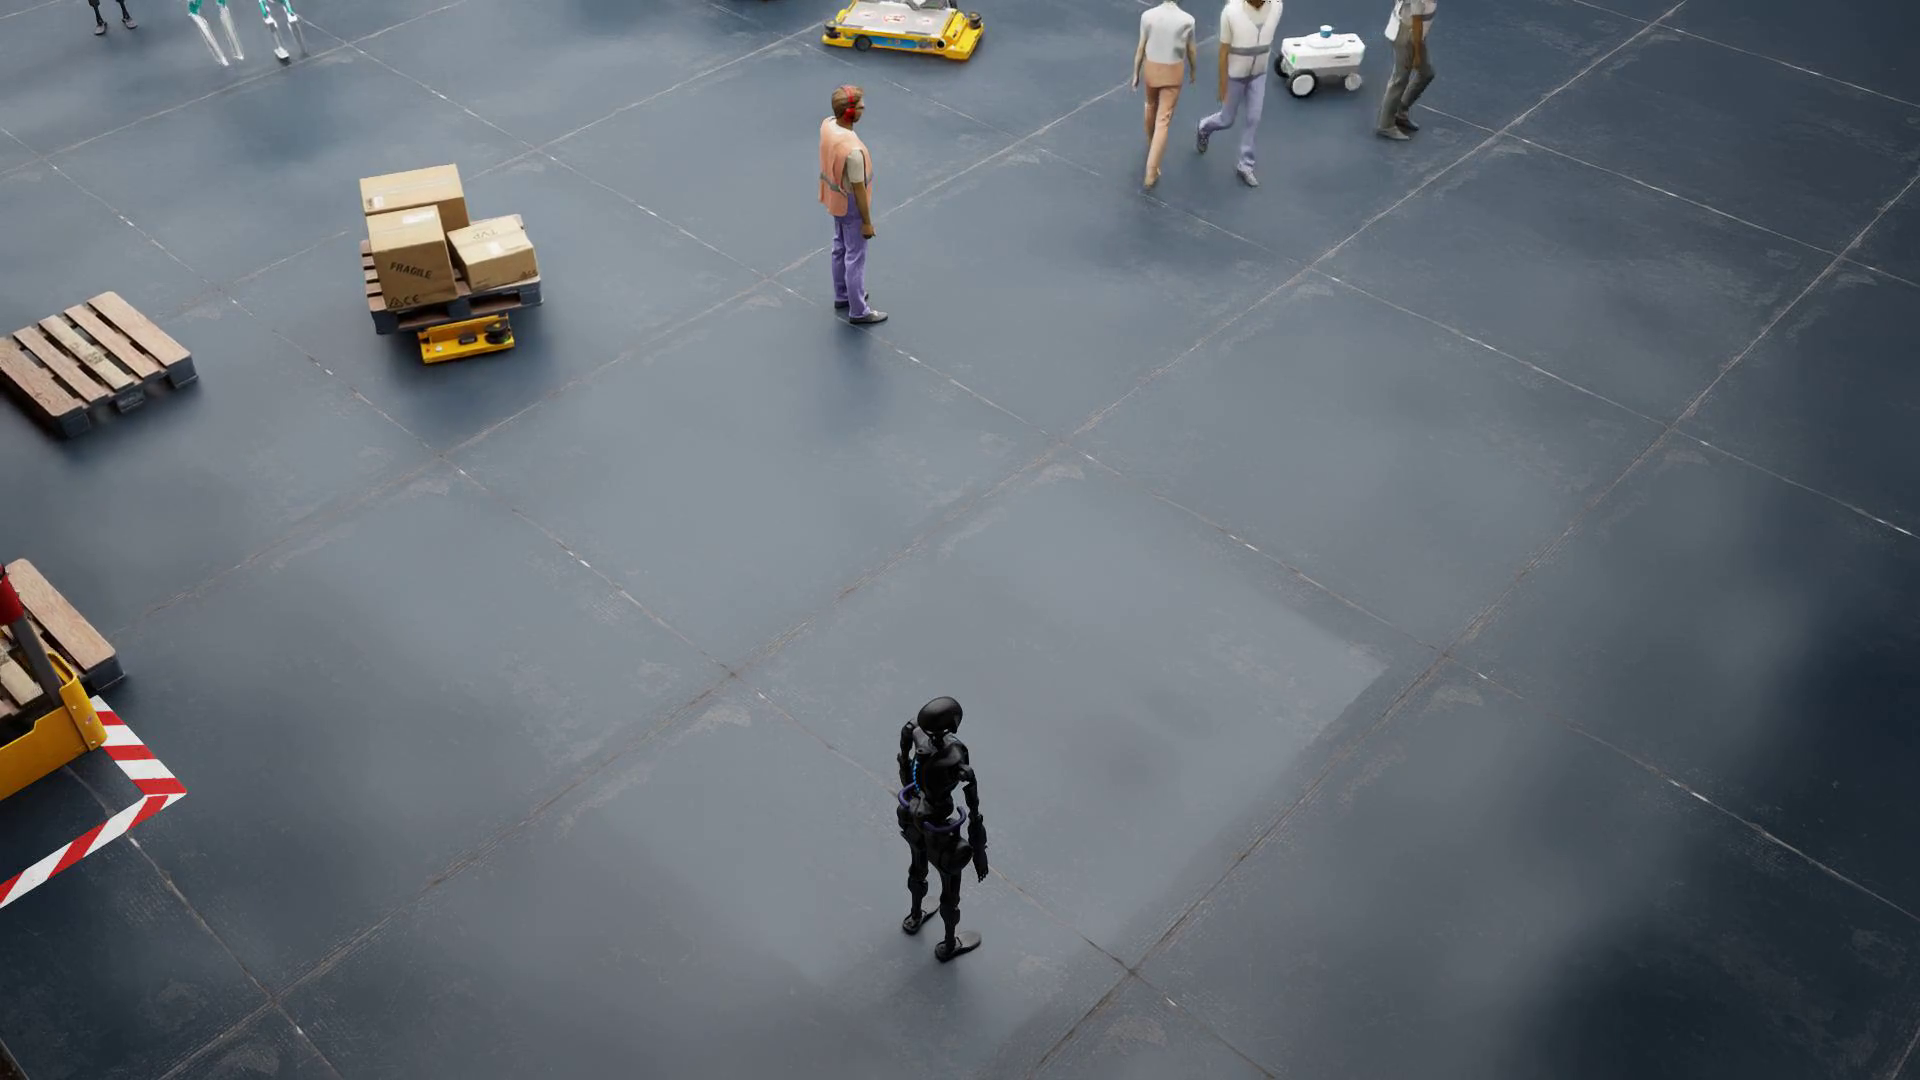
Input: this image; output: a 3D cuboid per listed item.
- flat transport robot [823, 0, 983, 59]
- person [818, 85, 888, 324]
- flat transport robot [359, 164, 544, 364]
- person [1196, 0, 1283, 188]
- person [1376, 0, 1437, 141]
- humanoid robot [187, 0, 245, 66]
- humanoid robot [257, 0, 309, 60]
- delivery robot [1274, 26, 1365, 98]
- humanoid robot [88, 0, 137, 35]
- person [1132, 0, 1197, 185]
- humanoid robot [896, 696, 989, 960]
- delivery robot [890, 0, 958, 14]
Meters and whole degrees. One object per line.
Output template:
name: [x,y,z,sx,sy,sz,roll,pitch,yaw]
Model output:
flat transport robot: [-0.545,-4.911,15.984,1.431,0.231,0.659,9,43,10]
person: [-0.806,-2.414,12.029,0.390,1.846,0.566,-19,45,-20]
flat transport robot: [-3.804,-1.844,12.576,0.659,0.231,1.431,-13,44,-14]
person: [2.304,-3.854,13.644,0.576,1.823,0.703,-15,44,-16]
person: [3.862,-4.221,14.056,0.534,1.826,0.569,16,45,17]
humanoid robot: [-6.939,-5.131,15.147,0.553,1.798,0.739,-31,51,-30]
humanoid robot: [-6.354,-5.177,15.192,0.540,1.814,0.679,-22,46,-22]
delivery robot: [3.283,-4.394,15.197,0.779,0.597,0.499,-6,42,-7]
humanoid robot: [-8.228,-5.636,15.727,0.599,1.657,0.315,-17,45,-18]
person: [1.698,-3.862,13.764,0.479,1.684,0.930,15,44,16]
humanoid robot: [-0.107,1.350,7.962,0.315,1.657,0.599,-30,50,-29]
delivery robot: [-0.389,-5.375,16.297,0.523,0.609,0.780,-24,47,-24]
